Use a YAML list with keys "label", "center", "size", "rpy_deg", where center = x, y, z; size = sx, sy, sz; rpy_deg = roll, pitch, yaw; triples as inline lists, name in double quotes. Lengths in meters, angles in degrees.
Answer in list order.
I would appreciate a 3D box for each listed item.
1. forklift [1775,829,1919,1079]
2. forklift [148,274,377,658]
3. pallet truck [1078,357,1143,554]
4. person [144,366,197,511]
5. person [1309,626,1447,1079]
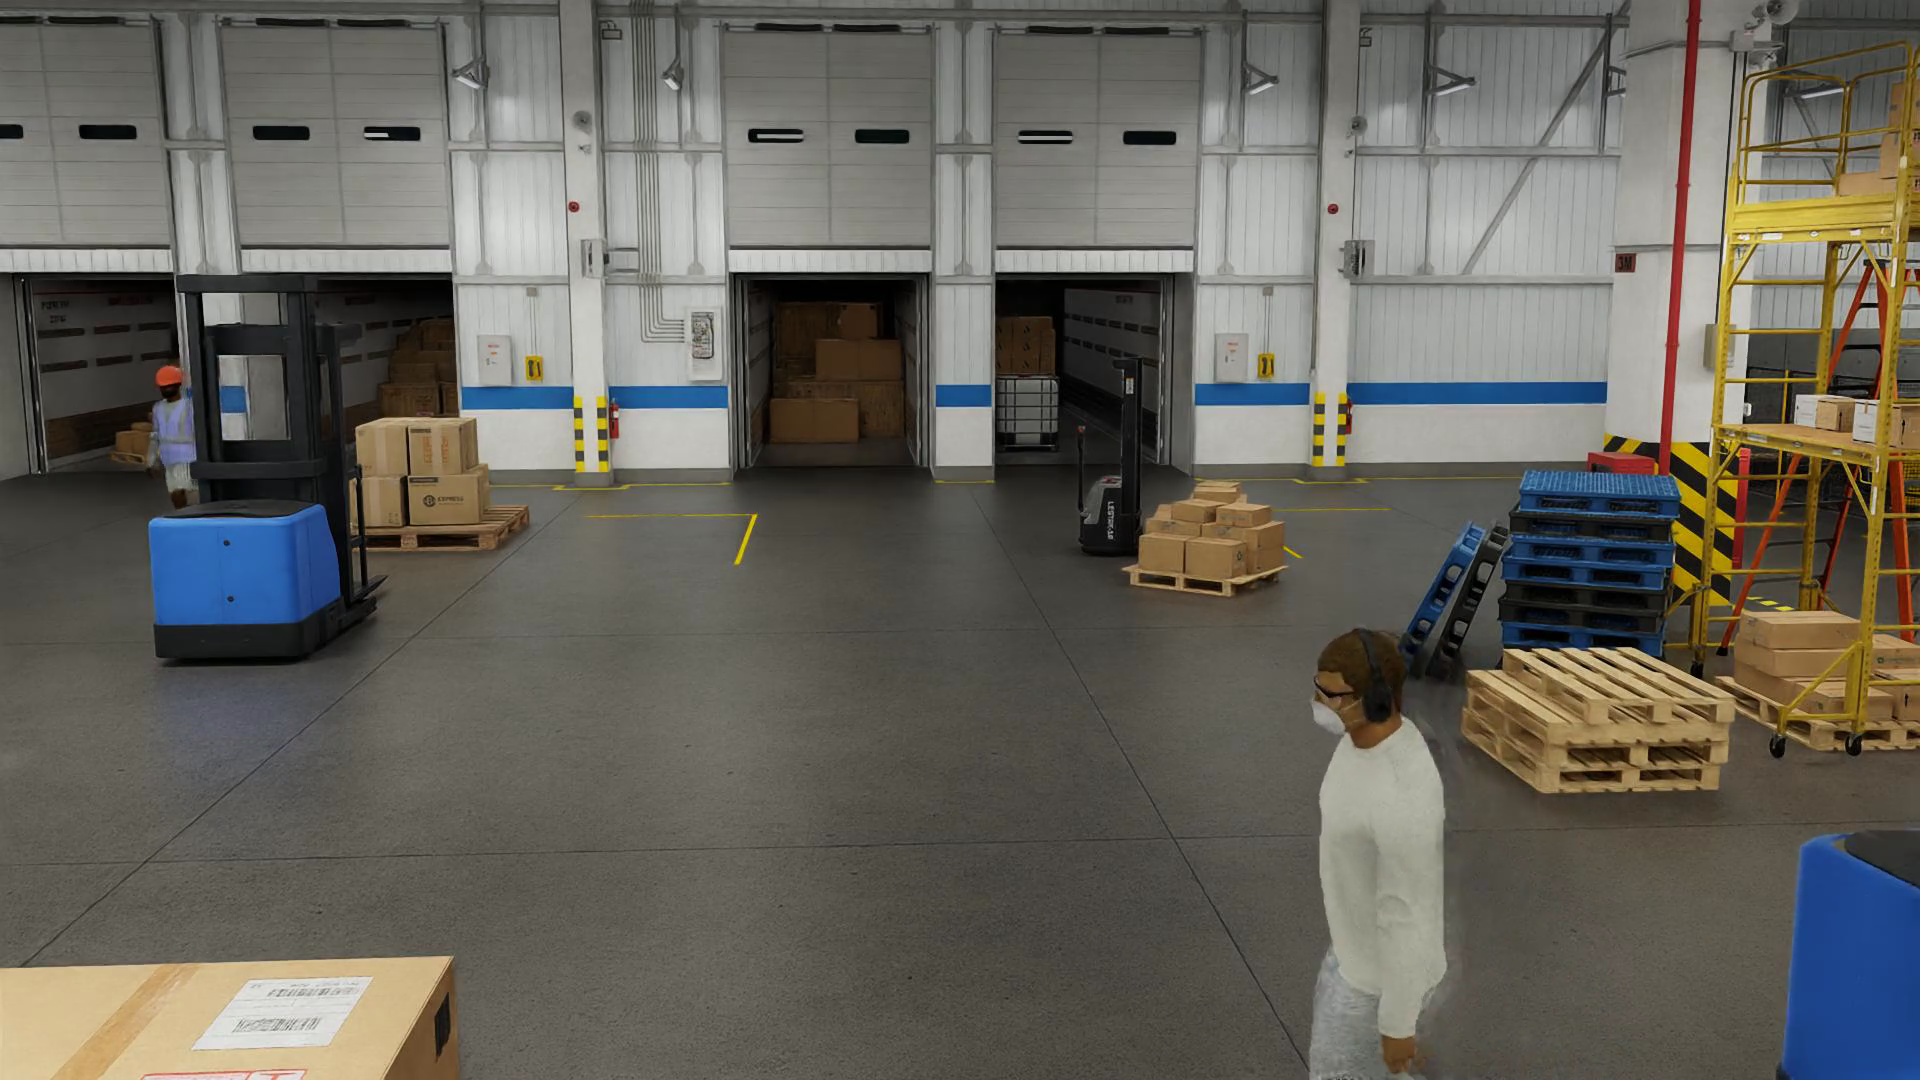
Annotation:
- label: "forklift"
  center: [3.242, 0.705, 4.319]
  size: [1.129, 2.768, 1.873]
  rpy_deg: [-2, 9, -10]
- label: "forklift"
  center: [-5.348, -0.627, 12.681]
  size: [1.129, 2.768, 1.873]
  rpy_deg: [-1, 9, -4]
- label: "pallet truck"
  center: [2.088, -0.836, 16.757]
  size: [1.885, 1.965, 0.823]
  rpy_deg: [2, 9, 13]
- label: "person"
  center: [-7.891, -0.772, 16.606]
  size: [0.555, 1.909, 0.758]
  rpy_deg: [3, 10, 18]
- label: "person"
  center: [1.185, 1.162, 4.480]
  size: [0.656, 1.915, 0.643]
  rpy_deg: [1, 9, 8]
